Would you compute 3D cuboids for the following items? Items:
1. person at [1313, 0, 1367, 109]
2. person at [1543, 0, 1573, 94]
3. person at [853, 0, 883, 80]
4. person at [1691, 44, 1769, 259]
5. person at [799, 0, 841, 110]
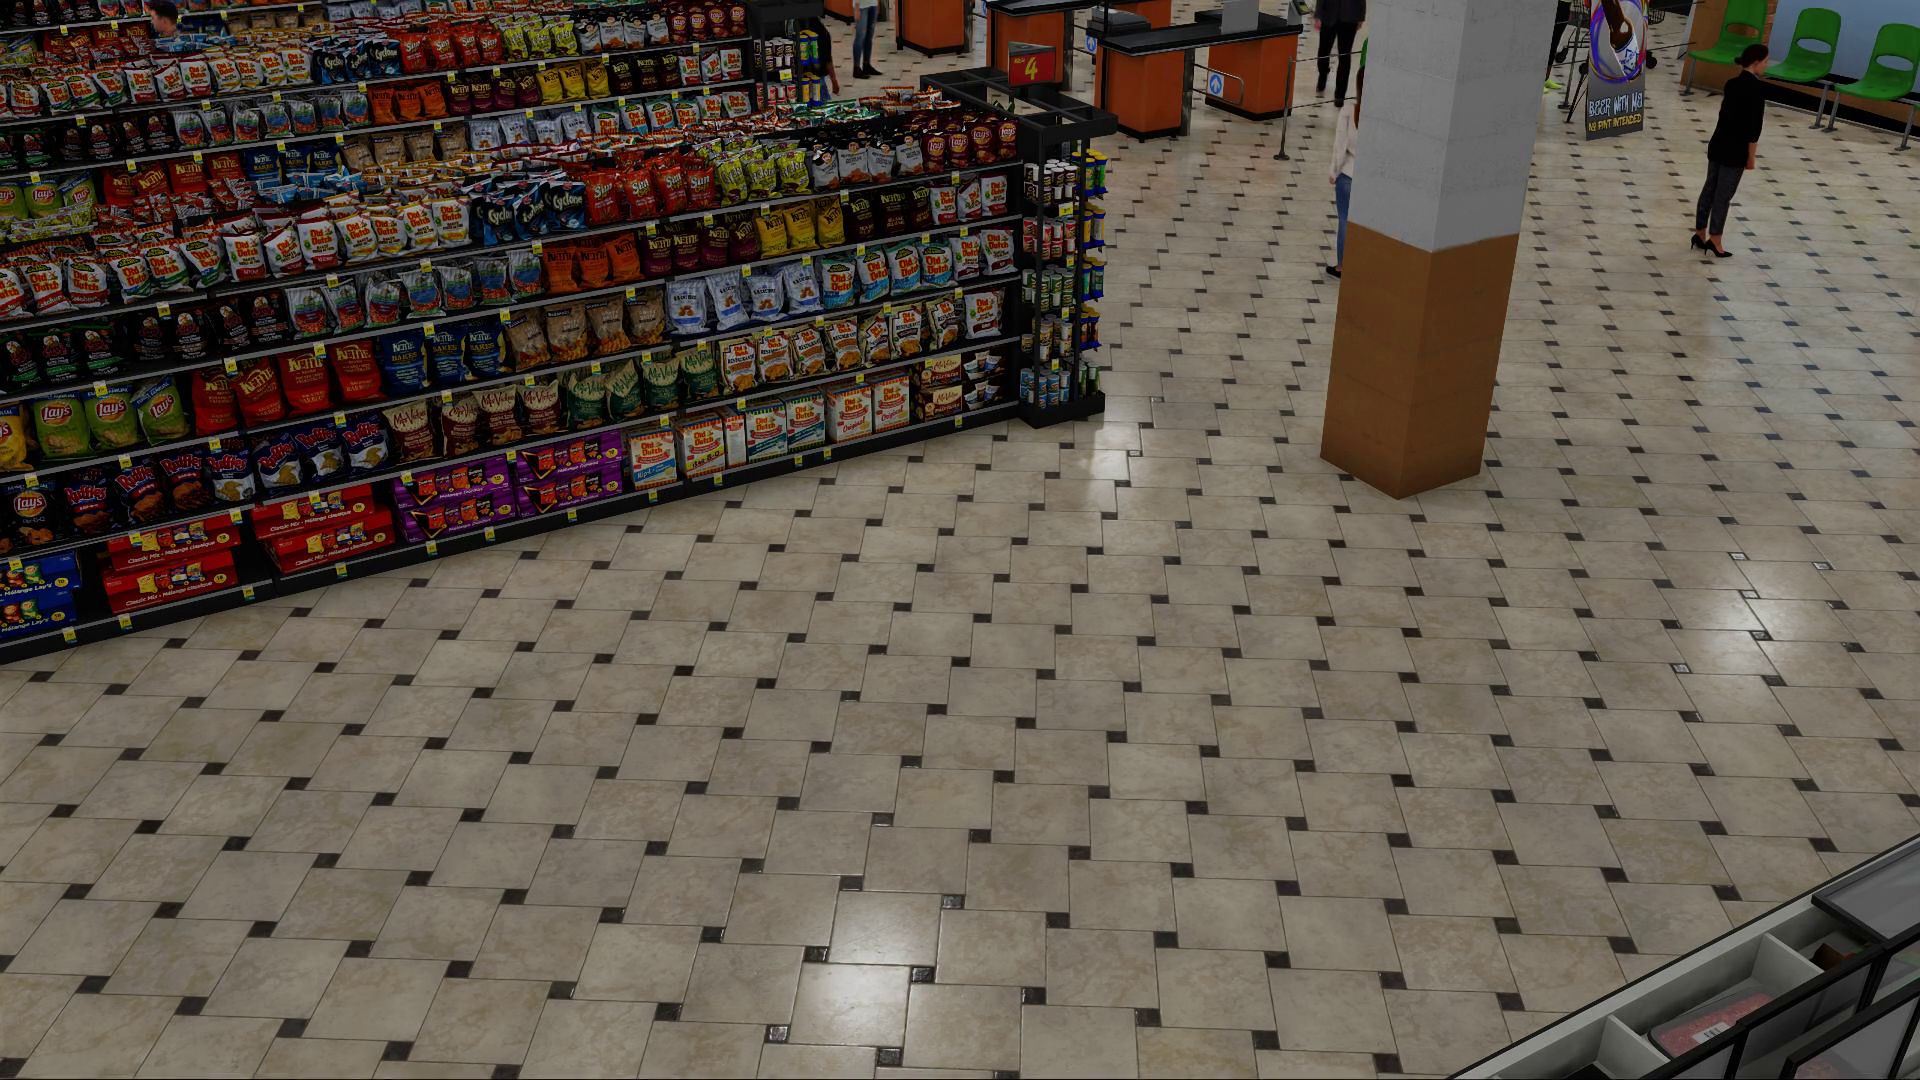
[{"bbox_3d":[4.132,-5.709,18.179,1.209,1.803,1.236,6,29,10],"label":"person"},{"bbox_3d":[6.703,-5.948,18.667,0.486,1.754,0.652,-21,35,-33],"label":"person"},{"bbox_3d":[-1.100,-6.186,19.218,0.687,1.644,0.557,18,33,29],"label":"person"},{"bbox_3d":[6.323,-3.194,13.658,0.691,1.721,0.713,-5,29,-9],"label":"person"},{"bbox_3d":[-1.480,-4.377,15.888,1.146,1.660,0.626,-18,33,-30],"label":"person"}]
